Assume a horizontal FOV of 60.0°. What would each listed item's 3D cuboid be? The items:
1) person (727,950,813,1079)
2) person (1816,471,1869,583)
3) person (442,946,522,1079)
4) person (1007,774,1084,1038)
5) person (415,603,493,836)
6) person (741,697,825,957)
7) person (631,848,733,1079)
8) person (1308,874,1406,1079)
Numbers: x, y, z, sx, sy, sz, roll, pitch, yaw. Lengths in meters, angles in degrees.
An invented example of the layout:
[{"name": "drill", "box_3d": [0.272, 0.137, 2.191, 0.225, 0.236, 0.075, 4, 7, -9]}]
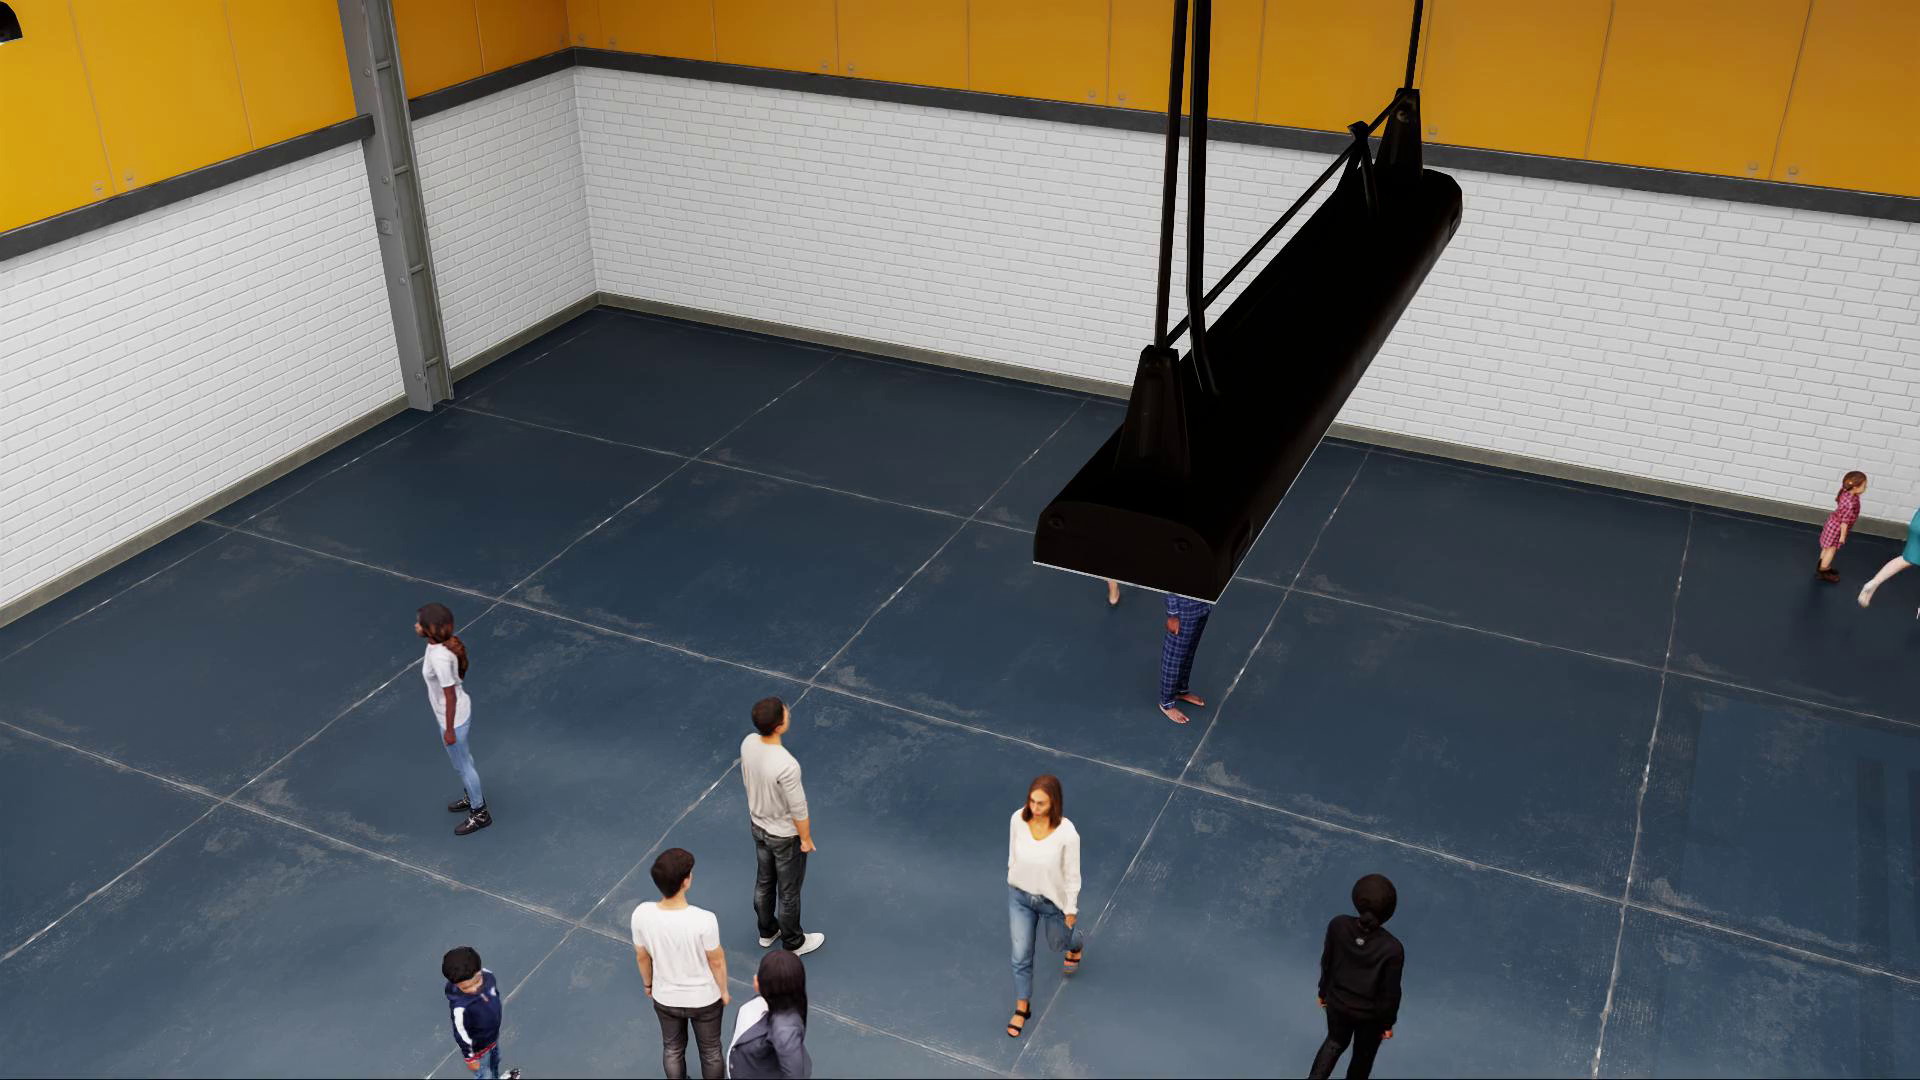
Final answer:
[{"name": "person", "box_3d": [-0.898, 2.672, 8.335, 0.851, 1.596, 0.760, -2, 29, -4]}, {"name": "person", "box_3d": [7.440, -0.131, 14.074, 0.505, 1.021, 0.409, 8, 30, 14]}, {"name": "person", "box_3d": [-2.565, 2.593, 8.886, 0.702, 1.207, 0.456, 2, 29, 4]}, {"name": "person", "box_3d": [0.514, 2.003, 9.497, 0.671, 1.657, 1.023, 15, 32, 26]}, {"name": "person", "box_3d": [-3.353, 1.163, 10.973, 0.713, 1.719, 0.651, -10, 30, -17]}, {"name": "person", "box_3d": [-1.091, 1.705, 9.881, 0.705, 1.812, 0.651, 23, 36, 36]}, {"name": "person", "box_3d": [-1.454, 2.359, 8.782, 0.683, 1.717, 0.630, 4, 29, 8]}, {"name": "person", "box_3d": [2.032, 2.467, 8.640, 0.722, 1.662, 0.931, 21, 35, 33]}]
